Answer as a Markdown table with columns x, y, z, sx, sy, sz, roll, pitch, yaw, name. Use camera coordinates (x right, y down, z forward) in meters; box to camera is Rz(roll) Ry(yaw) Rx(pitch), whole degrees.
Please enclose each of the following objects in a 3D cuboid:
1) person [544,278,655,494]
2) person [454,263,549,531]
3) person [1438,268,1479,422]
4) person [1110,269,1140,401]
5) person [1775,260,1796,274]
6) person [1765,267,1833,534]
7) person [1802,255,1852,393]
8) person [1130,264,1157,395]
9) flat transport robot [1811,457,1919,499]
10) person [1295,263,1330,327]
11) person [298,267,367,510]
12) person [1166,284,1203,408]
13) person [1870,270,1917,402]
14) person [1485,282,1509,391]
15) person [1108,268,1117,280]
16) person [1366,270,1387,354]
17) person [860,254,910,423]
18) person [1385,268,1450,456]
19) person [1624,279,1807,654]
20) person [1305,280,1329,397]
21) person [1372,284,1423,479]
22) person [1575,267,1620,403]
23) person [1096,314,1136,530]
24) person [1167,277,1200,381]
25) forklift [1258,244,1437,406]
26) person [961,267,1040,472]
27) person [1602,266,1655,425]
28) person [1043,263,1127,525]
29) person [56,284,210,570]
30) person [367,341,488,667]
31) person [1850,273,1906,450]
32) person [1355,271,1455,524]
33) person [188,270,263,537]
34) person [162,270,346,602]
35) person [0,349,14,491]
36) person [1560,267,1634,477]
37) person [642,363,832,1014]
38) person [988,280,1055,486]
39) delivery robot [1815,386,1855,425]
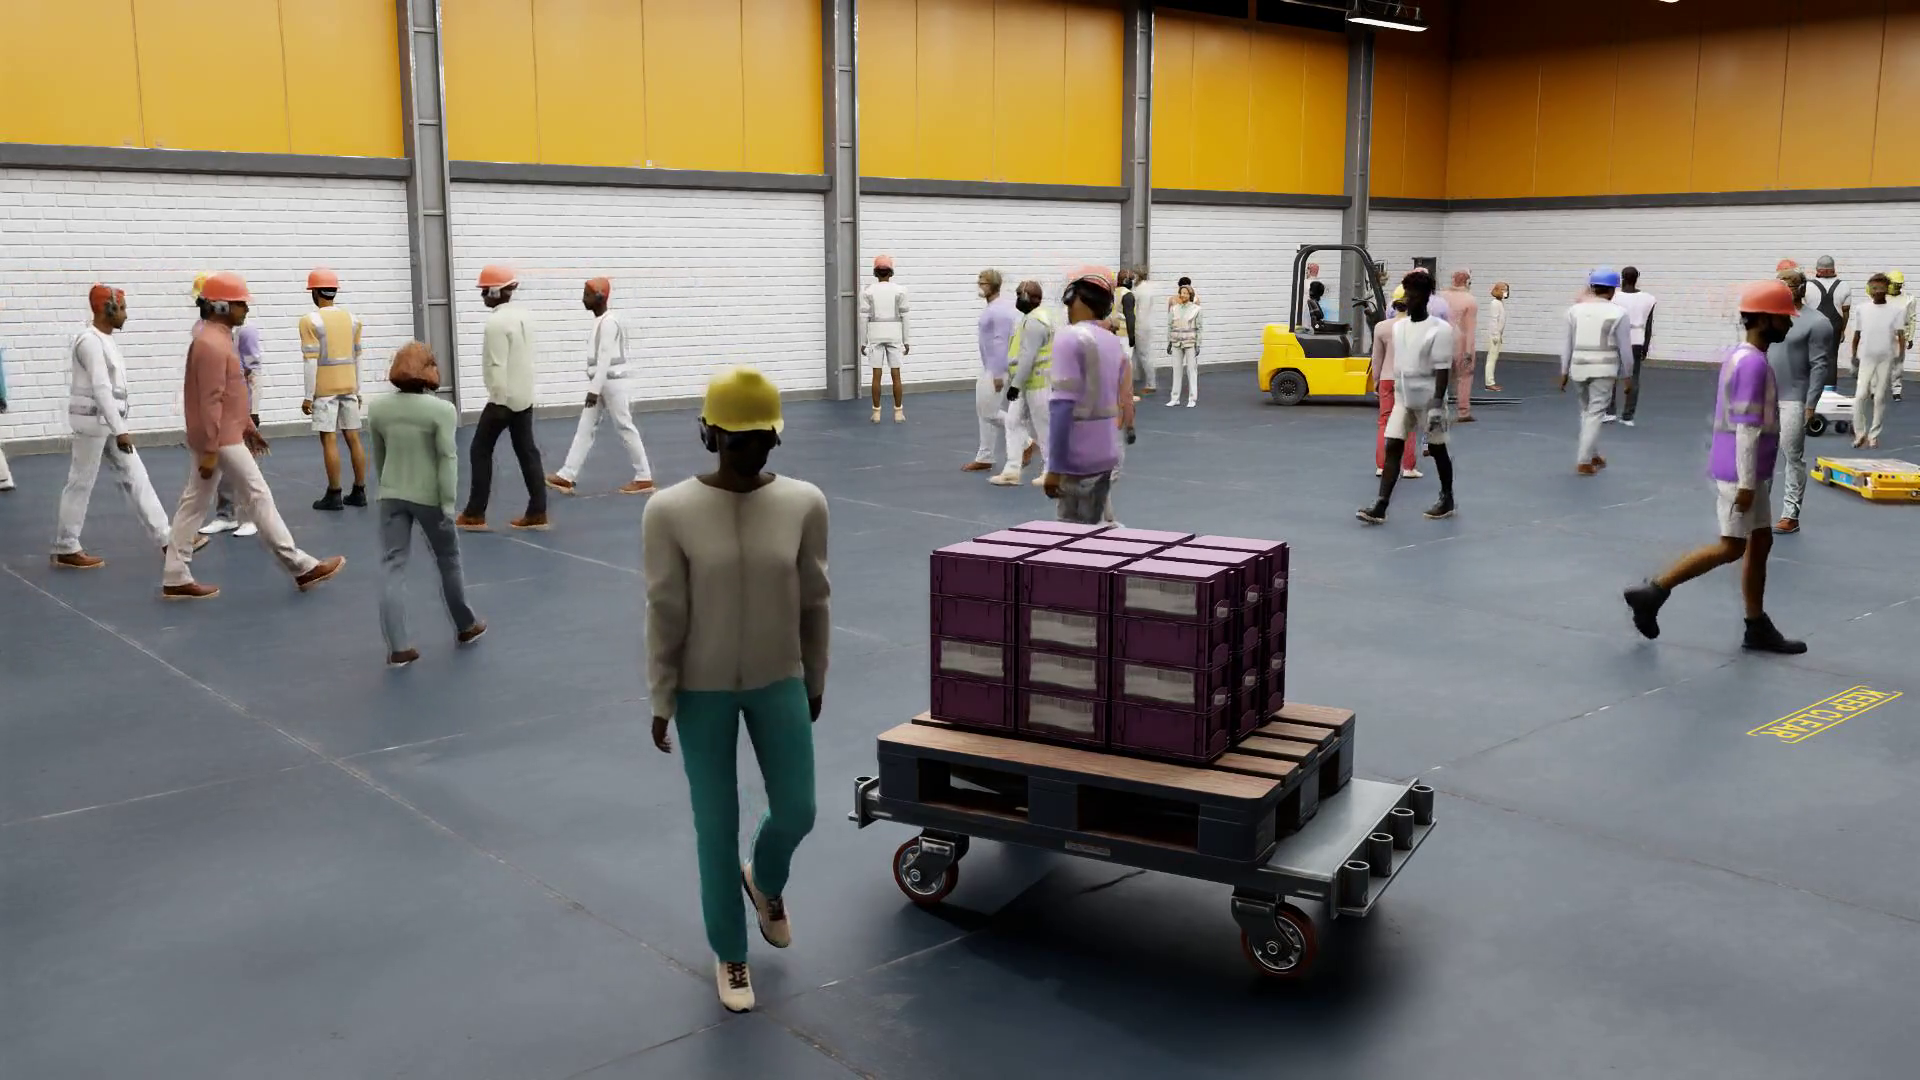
| x | y | z | sx | sy | sz | roll | pitch | yaw | name |
| --- | --- | --- | --- | --- | --- | --- | --- | --- | --- |
| -3.060 | -1.276 | 14.012 | 0.990 | 1.827 | 0.583 | -5 | 11 | -26 | person |
| -3.446 | -1.036 | 12.224 | 0.885 | 1.958 | 0.646 | 1 | 10 | 7 | person |
| 5.984 | -2.352 | 20.166 | 0.769 | 1.885 | 0.650 | -7 | 12 | -34 | person |
| 2.288 | -2.855 | 23.259 | 0.430 | 1.838 | 0.619 | -4 | 11 | -23 | person |
| 13.298 | -3.565 | 27.064 | 0.652 | 1.946 | 0.981 | -6 | 12 | -33 | person |
| 6.023 | -1.018 | 12.197 | 0.372 | 1.940 | 0.631 | -6 | 11 | -31 | person |
| 12.010 | -2.953 | 23.229 | 0.683 | 2.000 | 0.537 | 2 | 10 | 13 | person |
| 2.592 | -3.031 | 24.071 | 0.633 | 1.903 | 0.659 | -2 | 10 | -13 | person |
| 7.902 | -0.540 | 14.273 | 0.652 | 0.197 | 1.431 | 1 | 10 | 8 | flat transport robot |
| 5.974 | -3.761 | 28.355 | 0.641 | 1.908 | 0.407 | -6 | 12 | -33 | person |
| -5.031 | -1.205 | 13.294 | 0.378 | 1.936 | 0.548 | 6 | 12 | 33 | person |
| 3.014 | -2.598 | 22.315 | 0.515 | 1.644 | 0.307 | 6 | 12 | 33 | person |
| 12.988 | -2.840 | 23.203 | 0.589 | 1.827 | 0.403 | 4 | 10 | 21 | person |
| 8.116 | -3.075 | 25.134 | 0.286 | 1.632 | 0.500 | 5 | 11 | 27 | person |
| 2.246 | -3.264 | 25.658 | 0.404 | 1.830 | 0.599 | -3 | 10 | -17 | person |
| 6.949 | -3.634 | 27.911 | 0.480 | 1.804 | 0.608 | 4 | 11 | 23 | person |
| -0.912 | -2.441 | 20.213 | 0.605 | 2.047 | 0.376 | 0 | 10 | -2 | person |
| 4.632 | -1.800 | 16.876 | 0.652 | 1.904 | 0.403 | 3 | 10 | 18 | person |
| 3.909 | -0.371 | 8.494 | 0.813 | 1.918 | 0.557 | 4 | 11 | 23 | person |
| 5.173 | -2.888 | 23.882 | 0.646 | 1.680 | 0.540 | -1 | 10 | -6 | person |
| 4.022 | -1.443 | 15.181 | 0.533 | 1.771 | 0.301 | 6 | 12 | 33 | person |
| 8.853 | -2.848 | 23.104 | 0.648 | 1.879 | 0.785 | 6 | 11 | 30 | person |
| 0.993 | -0.826 | 11.985 | 0.683 | 1.616 | 0.524 | -9 | 13 | -42 | person |
| 3.623 | -3.407 | 26.919 | 0.537 | 1.695 | 0.320 | 3 | 10 | 19 | person |
| 5.256 | -2.933 | 22.661 | 2.313 | 2.155 | 1.214 | 3 | 10 | 16 | forklift |
| 0.357 | -1.572 | 15.512 | 0.632 | 1.925 | 0.647 | -1 | 10 | -8 | person |
| 8.017 | -2.336 | 20.051 | 0.593 | 1.898 | 0.661 | 1 | 10 | 5 | person |
| 0.641 | -0.375 | 8.325 | 0.418 | 1.988 | 0.657 | 4 | 11 | 25 | person |
| -5.432 | -0.720 | 10.755 | 0.988 | 1.823 | 0.611 | -2 | 10 | -10 | person |
| -2.710 | -0.201 | 8.417 | 0.504 | 1.595 | 0.800 | 1 | 10 | 8 | person |
| 9.538 | -1.835 | 17.294 | 0.539 | 1.840 | 0.720 | 6 | 11 | 31 | person |
| 3.461 | -1.068 | 12.590 | 1.026 | 1.908 | 0.616 | -6 | 12 | -33 | person |
| -5.308 | -0.979 | 12.010 | 0.592 | 1.923 | 0.381 | 4 | 10 | 22 | person |
| -4.259 | -0.611 | 9.833 | 1.054 | 1.927 | 0.611 | -6 | 11 | -30 | person |
| -8.525 | -1.215 | 14.363 | 0.855 | 1.591 | 0.519 | 3 | 10 | 15 | person |
| 5.959 | -1.553 | 15.409 | 0.854 | 1.910 | 0.643 | -8 | 12 | -38 | person |
| -0.596 | 0.390 | 4.505 | 0.523 | 1.747 | 0.442 | -3 | 10 | -18 | person |
| 0.589 | -1.365 | 14.627 | 0.679 | 1.803 | 0.604 | -2 | 10 | -13 | person |
| 9.796 | -1.503 | 18.812 | 0.707 | 0.478 | 0.477 | 0 | 10 | -2 | delivery robot |
